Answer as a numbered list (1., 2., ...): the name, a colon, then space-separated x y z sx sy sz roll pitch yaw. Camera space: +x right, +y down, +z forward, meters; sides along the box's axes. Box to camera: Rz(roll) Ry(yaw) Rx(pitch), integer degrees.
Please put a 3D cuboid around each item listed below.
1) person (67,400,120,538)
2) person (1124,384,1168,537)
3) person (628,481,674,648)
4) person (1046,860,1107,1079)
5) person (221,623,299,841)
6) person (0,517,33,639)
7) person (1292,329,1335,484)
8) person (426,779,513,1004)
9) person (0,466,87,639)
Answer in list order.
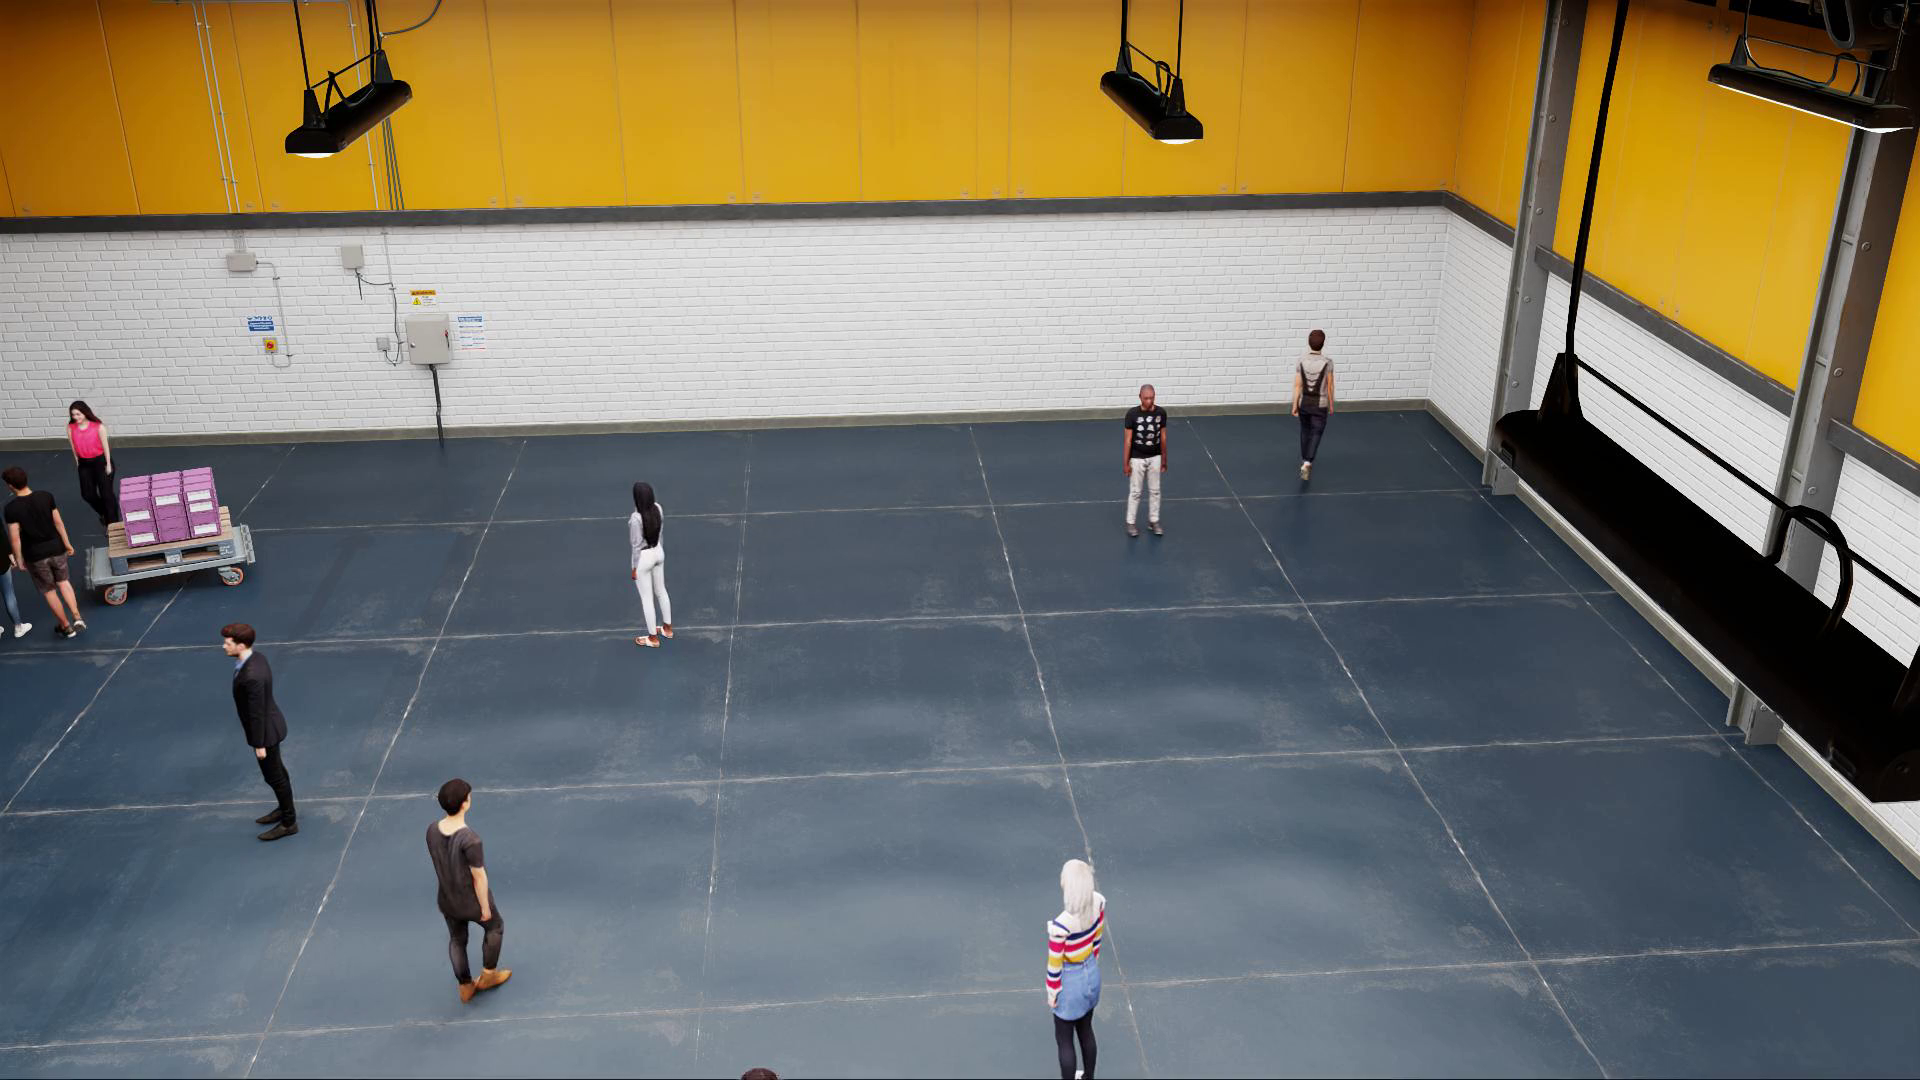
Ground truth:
1. person: -9.841 -0.853 19.017 0.579 1.641 0.694 -3 24 -6
2. person: 2.115 -0.931 18.998 0.681 1.798 0.618 -5 24 -10
3. person: -3.087 0.219 16.462 0.728 1.724 0.629 13 27 28
4. person: 0.741 2.785 10.486 0.710 1.808 0.734 -20 31 -39
5. person: -5.580 1.500 13.327 0.807 1.886 0.650 -9 25 -20
6. person: -9.672 0.206 16.587 0.603 1.646 0.555 -6 24 -13
7. person: 4.351 -1.631 20.515 1.016 1.867 1.241 10 26 22
8. person: -3.440 2.452 11.380 0.757 1.702 0.780 10 25 21
9. person: -9.027 0.159 16.451 0.947 1.842 0.884 20 31 38
